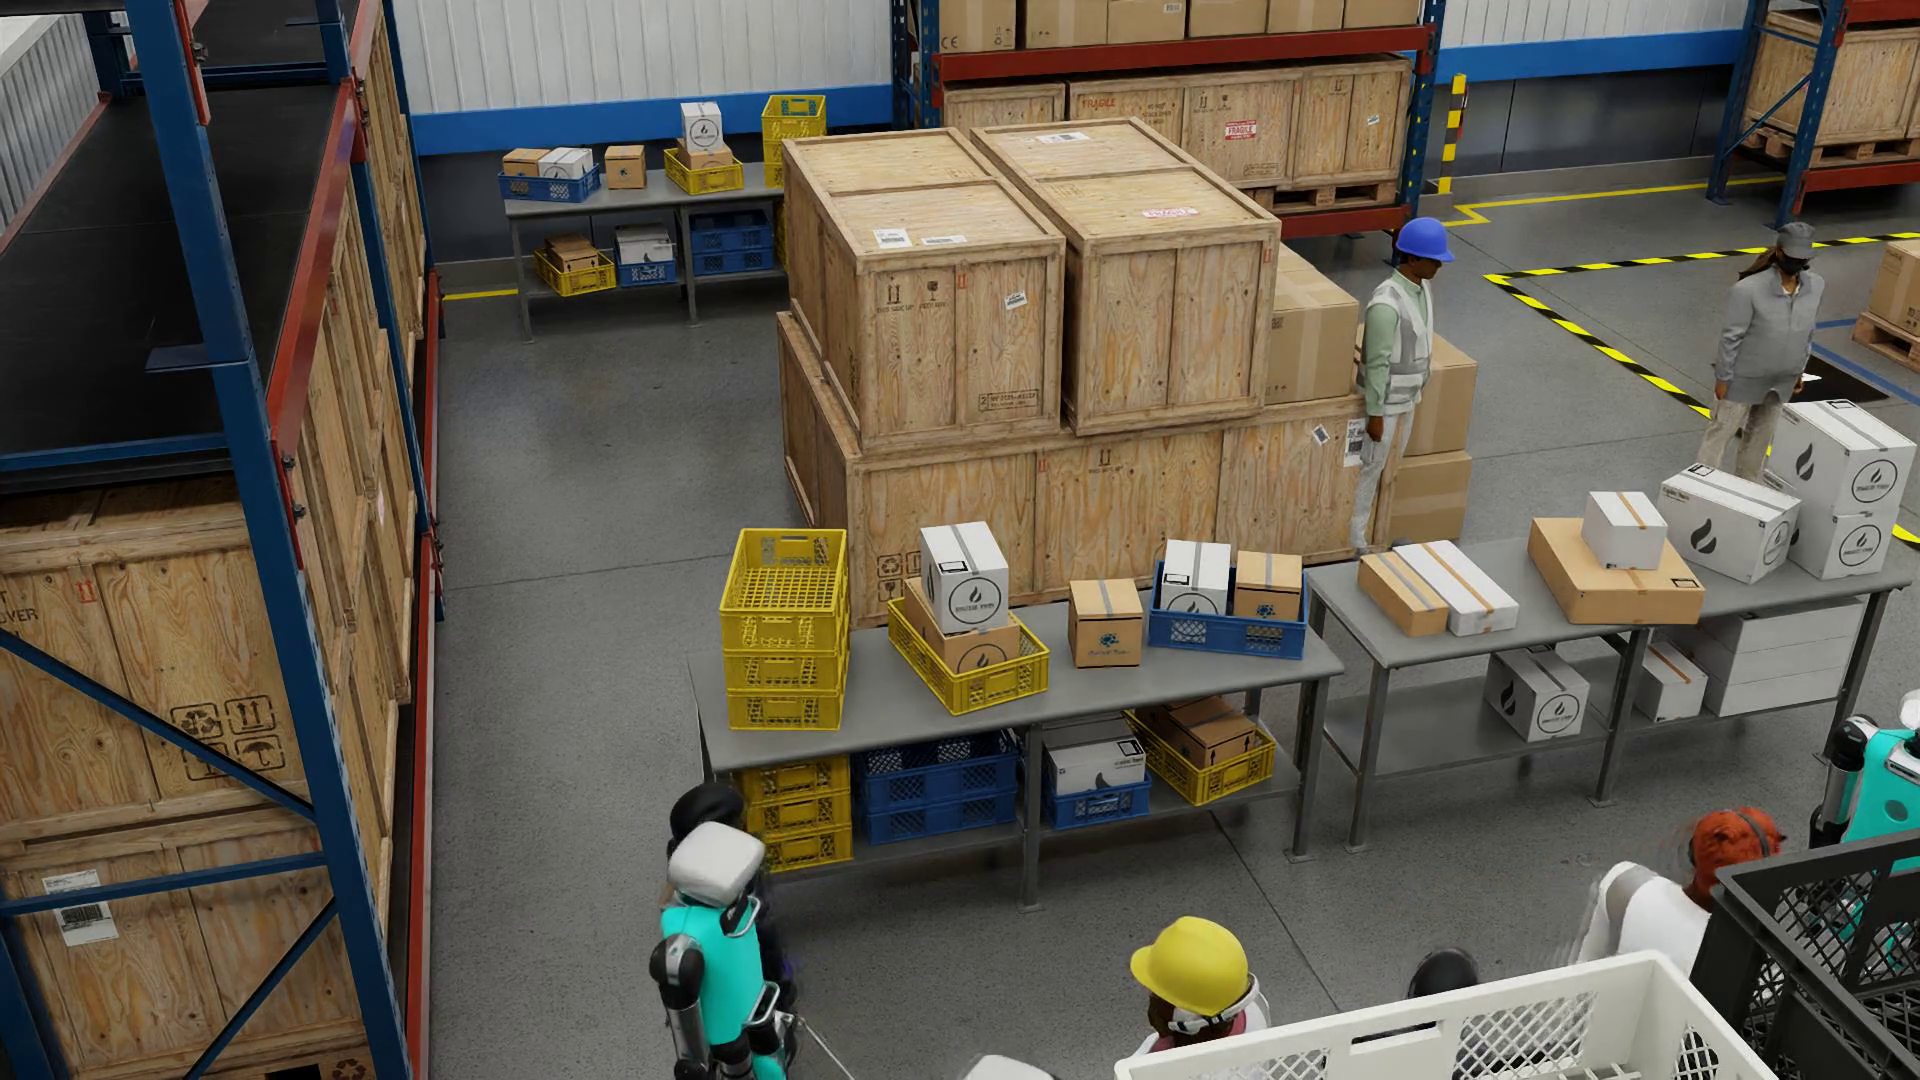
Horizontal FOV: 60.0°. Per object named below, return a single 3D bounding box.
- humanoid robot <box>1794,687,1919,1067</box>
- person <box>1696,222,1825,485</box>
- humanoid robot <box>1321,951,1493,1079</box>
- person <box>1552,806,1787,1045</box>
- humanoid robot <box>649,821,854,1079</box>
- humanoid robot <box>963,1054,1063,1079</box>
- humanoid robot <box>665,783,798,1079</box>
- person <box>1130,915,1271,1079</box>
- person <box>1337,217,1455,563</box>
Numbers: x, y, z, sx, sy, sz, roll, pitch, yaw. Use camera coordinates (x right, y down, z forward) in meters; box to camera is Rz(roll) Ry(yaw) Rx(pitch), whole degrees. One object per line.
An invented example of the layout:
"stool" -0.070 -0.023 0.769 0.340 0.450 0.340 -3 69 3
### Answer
"humanoid robot" 3.083 1.154 5.406 0.716 1.709 0.530 -19 34 -31
"person" 4.424 -0.918 9.226 0.574 1.767 0.395 -6 29 -11
"humanoid robot" 1.176 1.773 4.429 0.601 1.651 0.364 13 31 22
"person" 2.053 1.503 4.727 0.633 1.867 0.619 -14 32 -24
"humanoid robot" -0.464 1.586 4.715 0.674 1.797 0.534 7 30 12
"humanoid robot" -0.085 1.944 4.100 0.662 1.831 0.541 10 30 17
"humanoid robot" -0.704 1.439 5.041 0.352 1.655 0.610 -25 37 -37
"person" 0.569 1.717 4.378 0.404 1.833 0.589 10 31 18
"person" 2.288 -0.764 8.779 0.410 1.939 0.606 19 34 31
